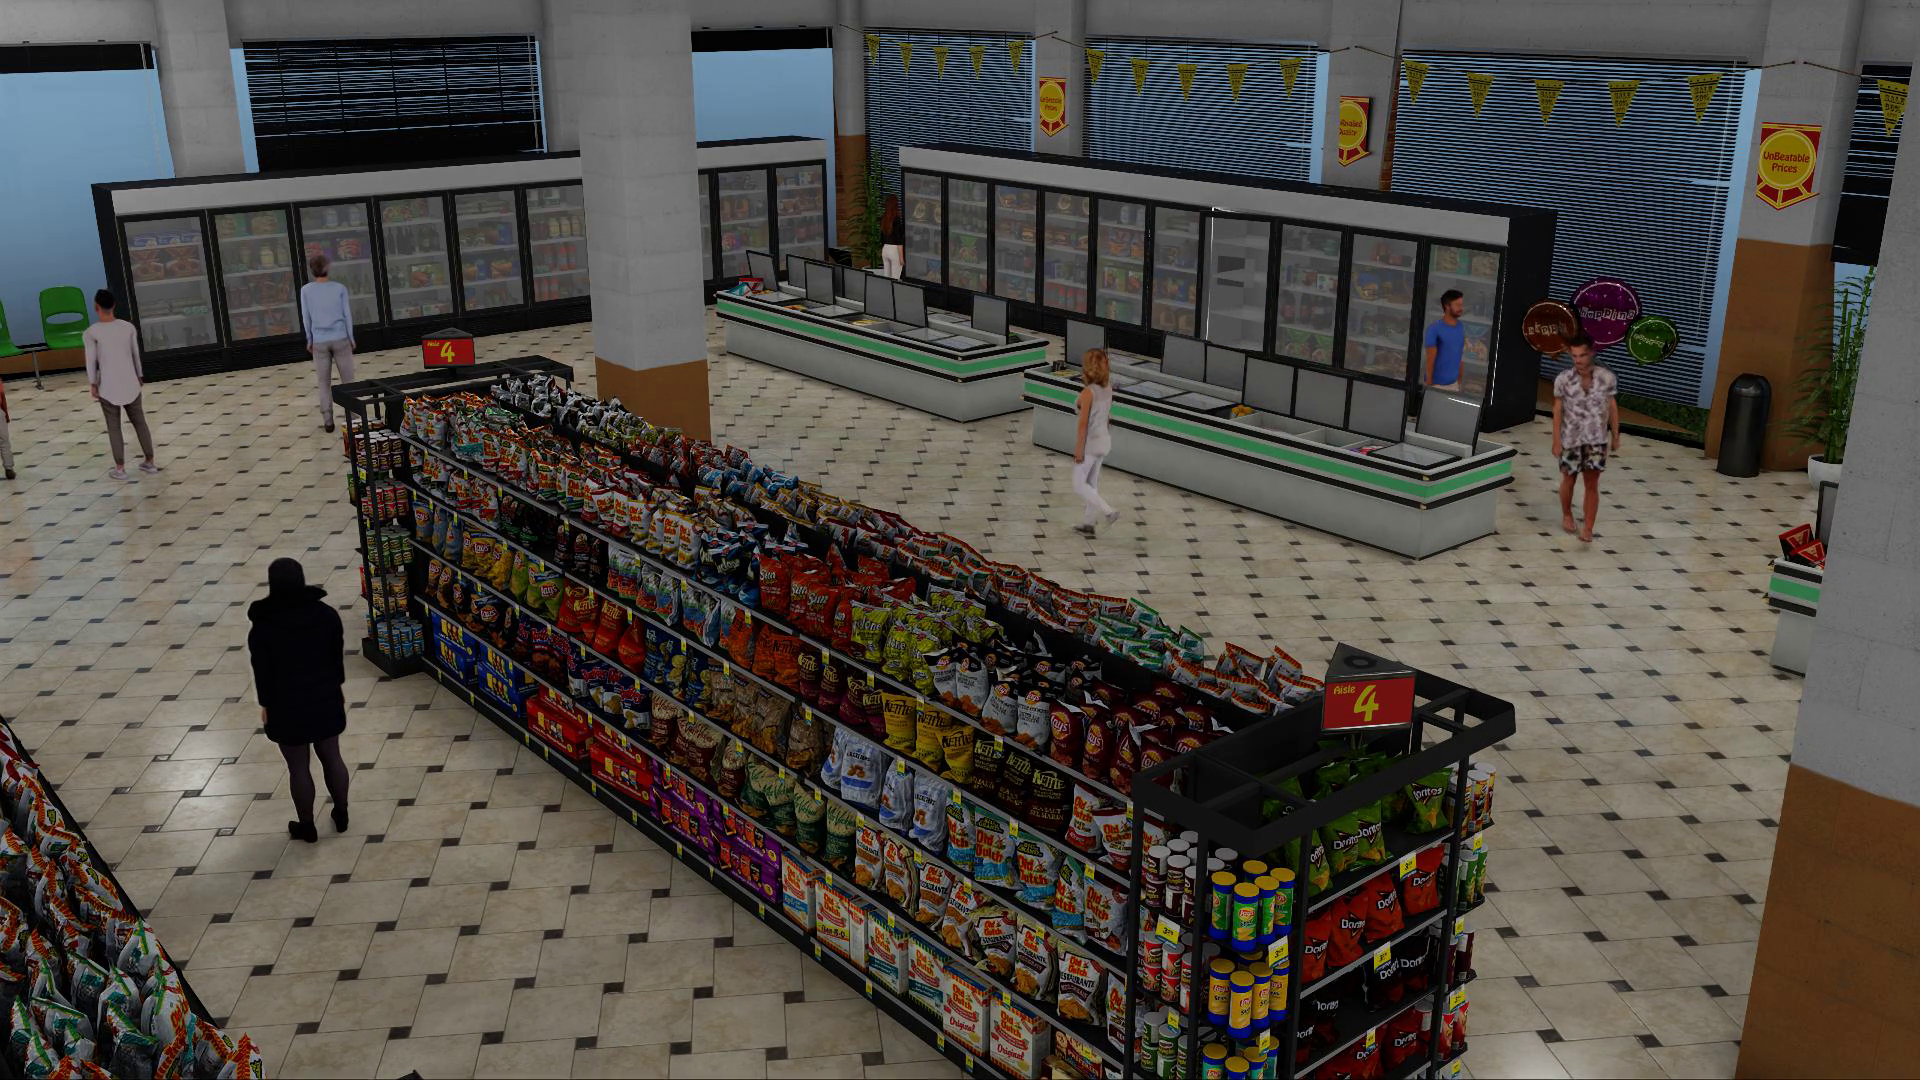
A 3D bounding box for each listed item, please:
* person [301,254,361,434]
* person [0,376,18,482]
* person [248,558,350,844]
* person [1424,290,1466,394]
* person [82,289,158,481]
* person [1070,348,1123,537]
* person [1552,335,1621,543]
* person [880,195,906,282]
[{"bbox_3d":[-6.717,-2.105,17.760,0.741,1.892,0.740,-4,19,-11],"label":"person"},{"bbox_3d":[-9.349,-1.207,16.010,0.486,1.310,0.491,-13,22,-33],"label":"person"},{"bbox_3d":[-3.647,0.881,9.246,0.658,1.675,0.631,-16,24,-39],"label":"person"},{"bbox_3d":[4.571,-1.497,16.014,0.677,1.857,0.769,-12,22,-31],"label":"person"},{"bbox_3d":[-8.150,-1.518,16.110,0.591,1.835,0.687,16,24,39],"label":"person"},{"bbox_3d":[1.195,-0.806,14.274,0.843,1.658,0.719,13,22,33],"label":"person"},{"bbox_3d":[5.353,-0.896,14.372,1.160,1.767,1.163,4,19,11],"label":"person"},{"bbox_3d":[-0.982,-4.151,24.125,0.662,1.703,0.443,-15,24,-37],"label":"person"}]
